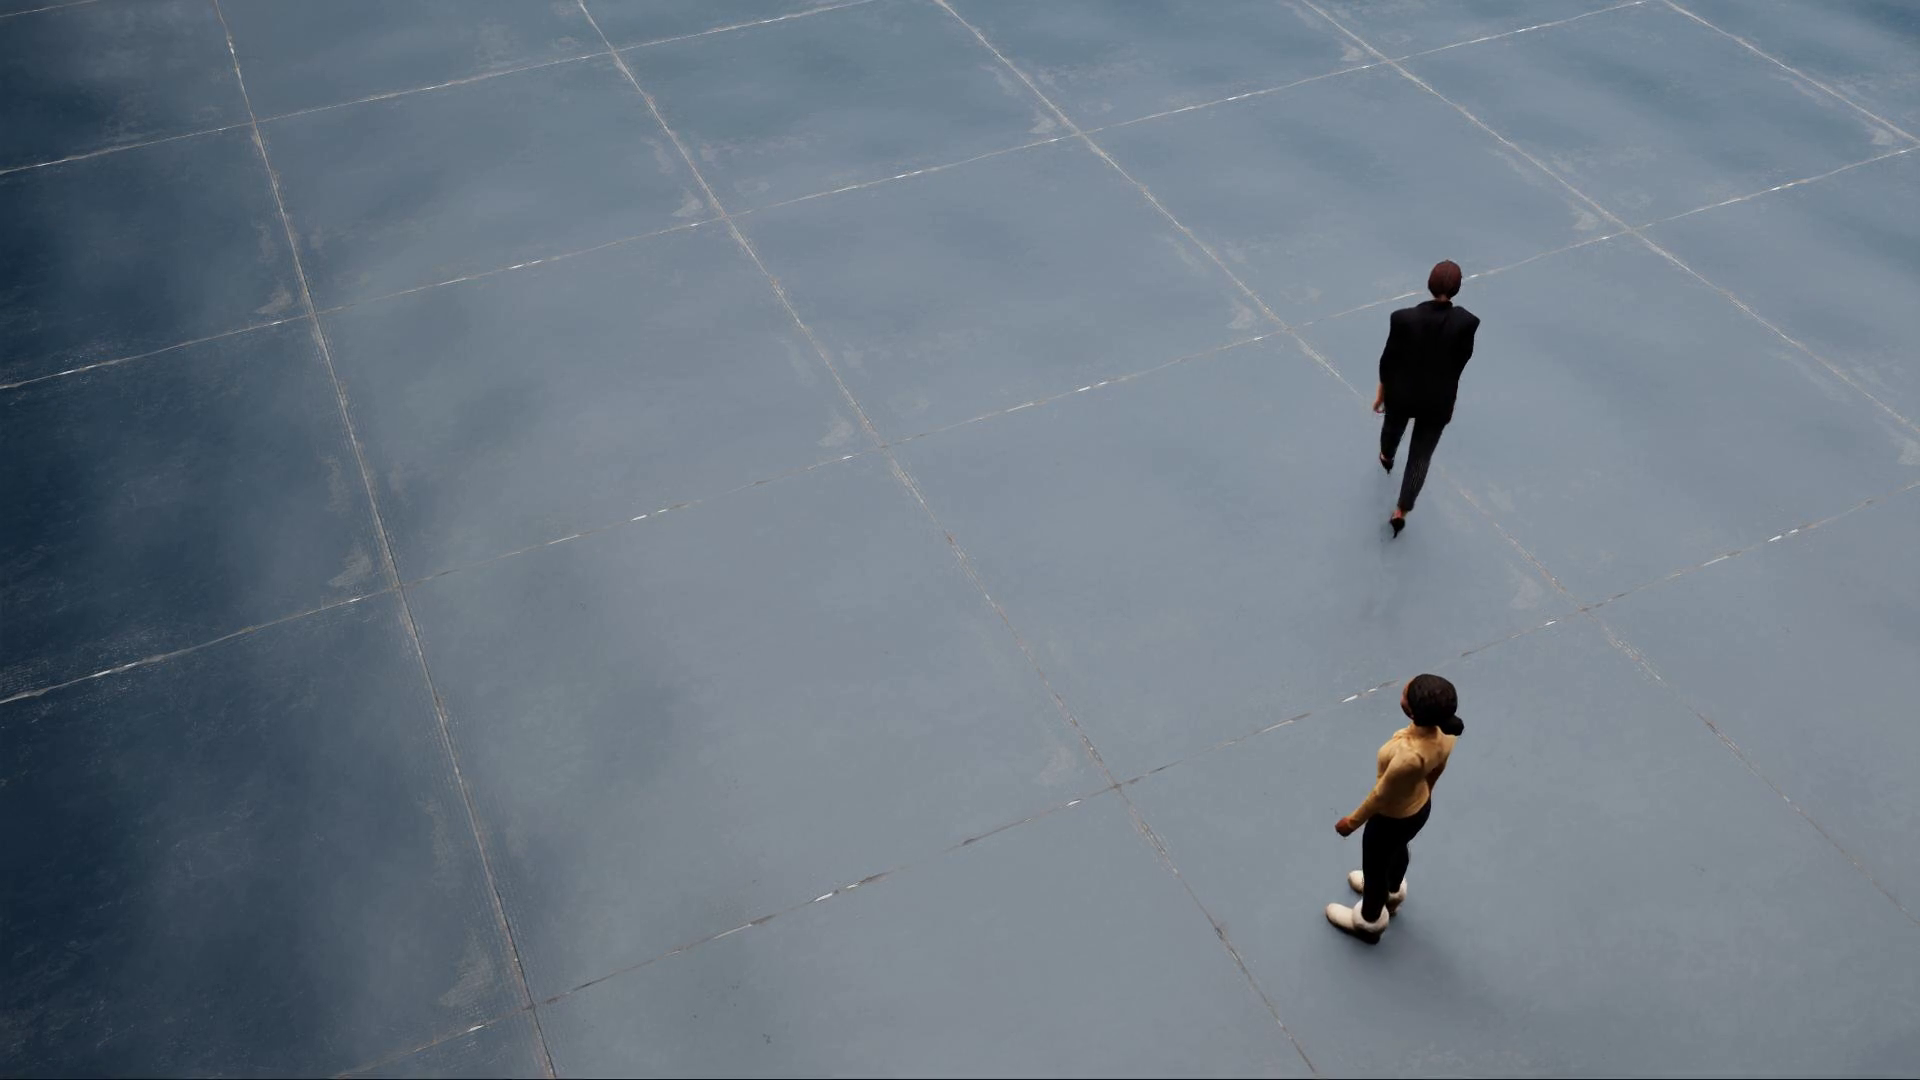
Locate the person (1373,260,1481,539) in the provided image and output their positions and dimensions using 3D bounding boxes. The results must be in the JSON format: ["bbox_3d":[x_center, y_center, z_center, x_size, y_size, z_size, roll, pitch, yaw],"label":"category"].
[{"bbox_3d":[2.579,-0.727,9.305,1.001,1.683,1.132,7,43,8],"label":"person"}]

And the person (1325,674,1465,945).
[{"bbox_3d":[1.925,1.199,7.204,0.713,1.656,0.701,34,52,31],"label":"person"}]
